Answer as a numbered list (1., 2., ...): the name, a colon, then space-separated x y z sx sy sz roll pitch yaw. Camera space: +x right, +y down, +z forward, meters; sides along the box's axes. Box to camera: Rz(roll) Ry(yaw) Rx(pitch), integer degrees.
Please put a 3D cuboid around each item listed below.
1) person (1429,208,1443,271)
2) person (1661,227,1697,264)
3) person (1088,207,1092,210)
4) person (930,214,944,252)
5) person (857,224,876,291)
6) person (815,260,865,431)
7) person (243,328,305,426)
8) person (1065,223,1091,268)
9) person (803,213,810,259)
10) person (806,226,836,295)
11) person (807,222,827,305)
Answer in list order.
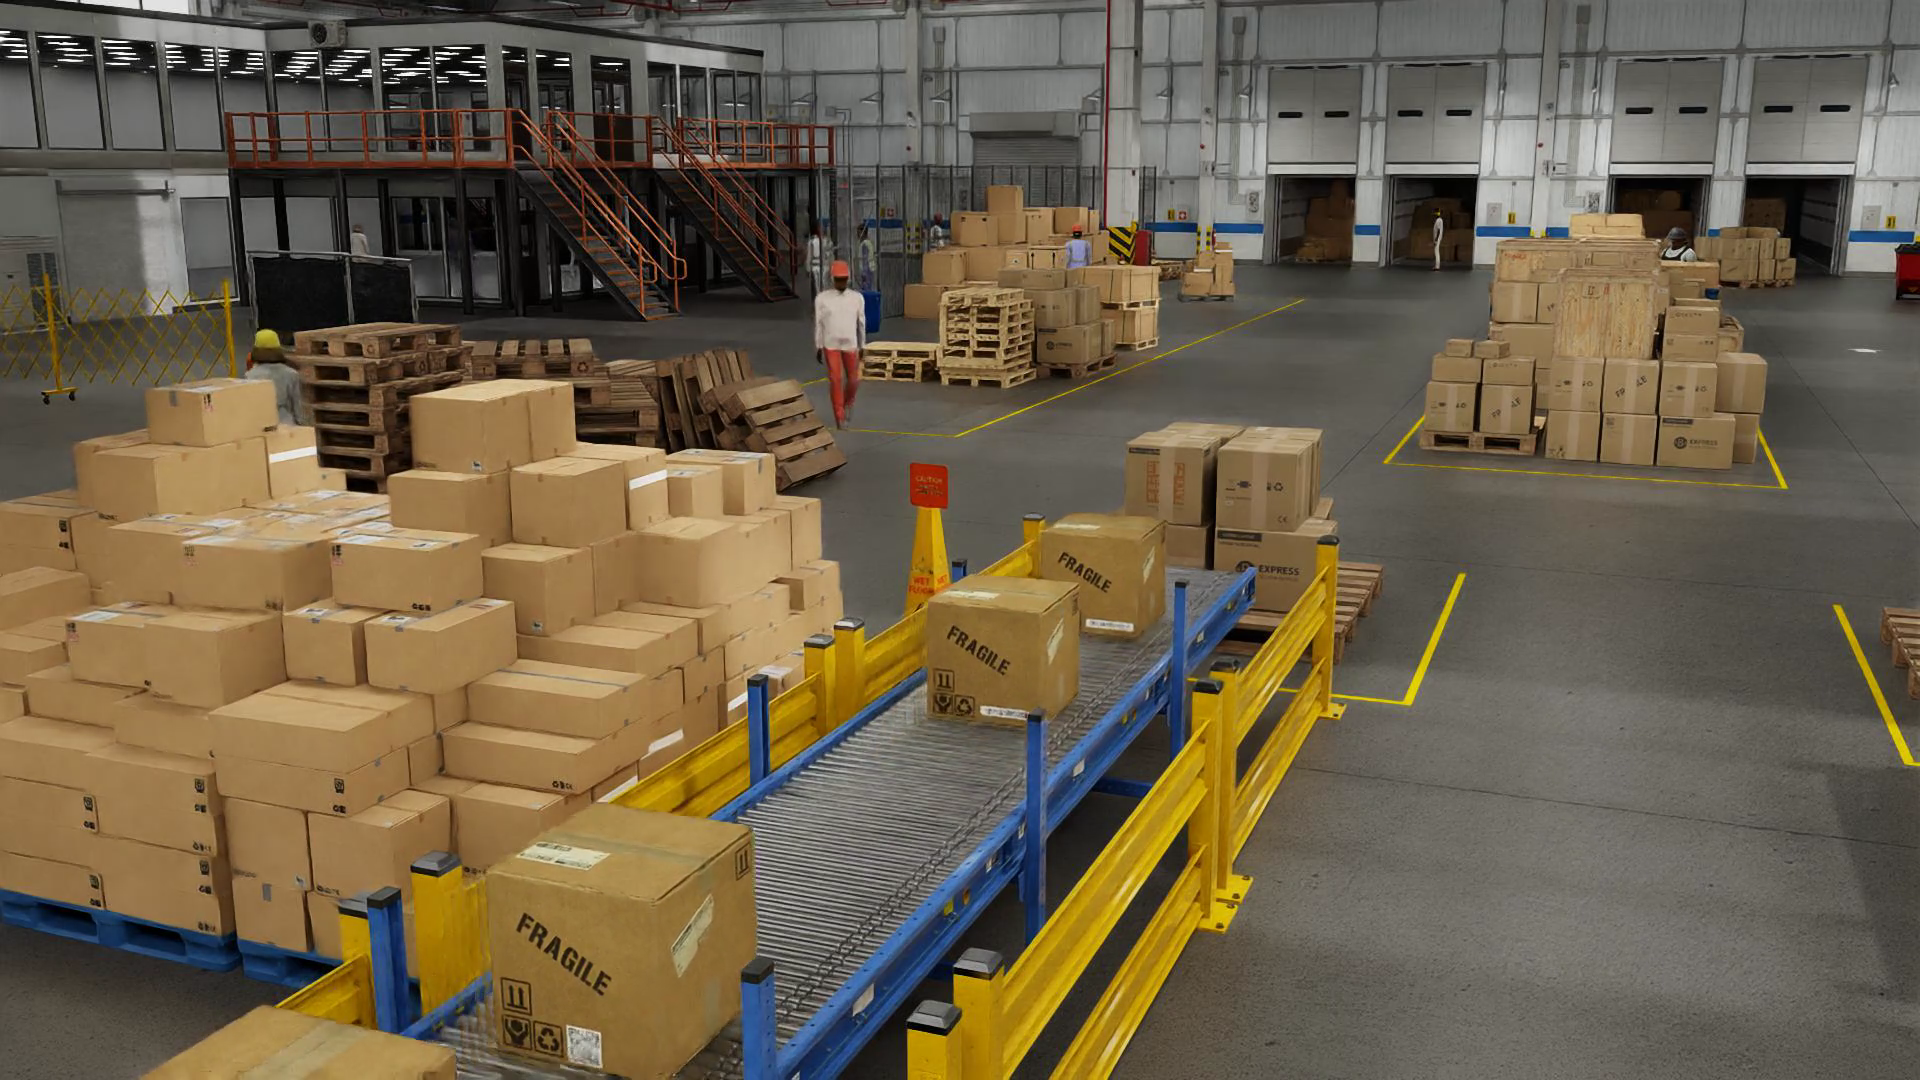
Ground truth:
1. person: 14.229 -8.962 49.664 0.315 1.873 0.532 5 13 20
2. person: 12.284 -4.374 28.704 0.535 2.000 0.686 -7 14 -27
3. person: 3.734 -8.621 47.964 0.394 1.945 0.618 -7 15 -30
4. person: -0.577 -7.329 42.312 0.337 1.882 0.585 -5 14 -22
5. person: -1.909 -5.467 33.912 0.397 1.911 0.587 1 13 3
6. person: -1.400 -2.275 19.428 0.622 1.977 0.496 -4 13 -16
7. person: -5.626 -0.887 13.786 0.665 1.718 0.490 8 15 33
8. person: 2.372 -5.433 33.694 0.548 1.934 0.374 -2 13 -8
9. person: -4.976 -10.368 56.160 0.954 1.793 0.646 3 13 12
10. person: -2.880 -5.708 35.101 0.615 1.851 0.868 3 13 14
11. person: -3.171 -6.193 37.306 0.508 1.846 0.345 4 13 18
